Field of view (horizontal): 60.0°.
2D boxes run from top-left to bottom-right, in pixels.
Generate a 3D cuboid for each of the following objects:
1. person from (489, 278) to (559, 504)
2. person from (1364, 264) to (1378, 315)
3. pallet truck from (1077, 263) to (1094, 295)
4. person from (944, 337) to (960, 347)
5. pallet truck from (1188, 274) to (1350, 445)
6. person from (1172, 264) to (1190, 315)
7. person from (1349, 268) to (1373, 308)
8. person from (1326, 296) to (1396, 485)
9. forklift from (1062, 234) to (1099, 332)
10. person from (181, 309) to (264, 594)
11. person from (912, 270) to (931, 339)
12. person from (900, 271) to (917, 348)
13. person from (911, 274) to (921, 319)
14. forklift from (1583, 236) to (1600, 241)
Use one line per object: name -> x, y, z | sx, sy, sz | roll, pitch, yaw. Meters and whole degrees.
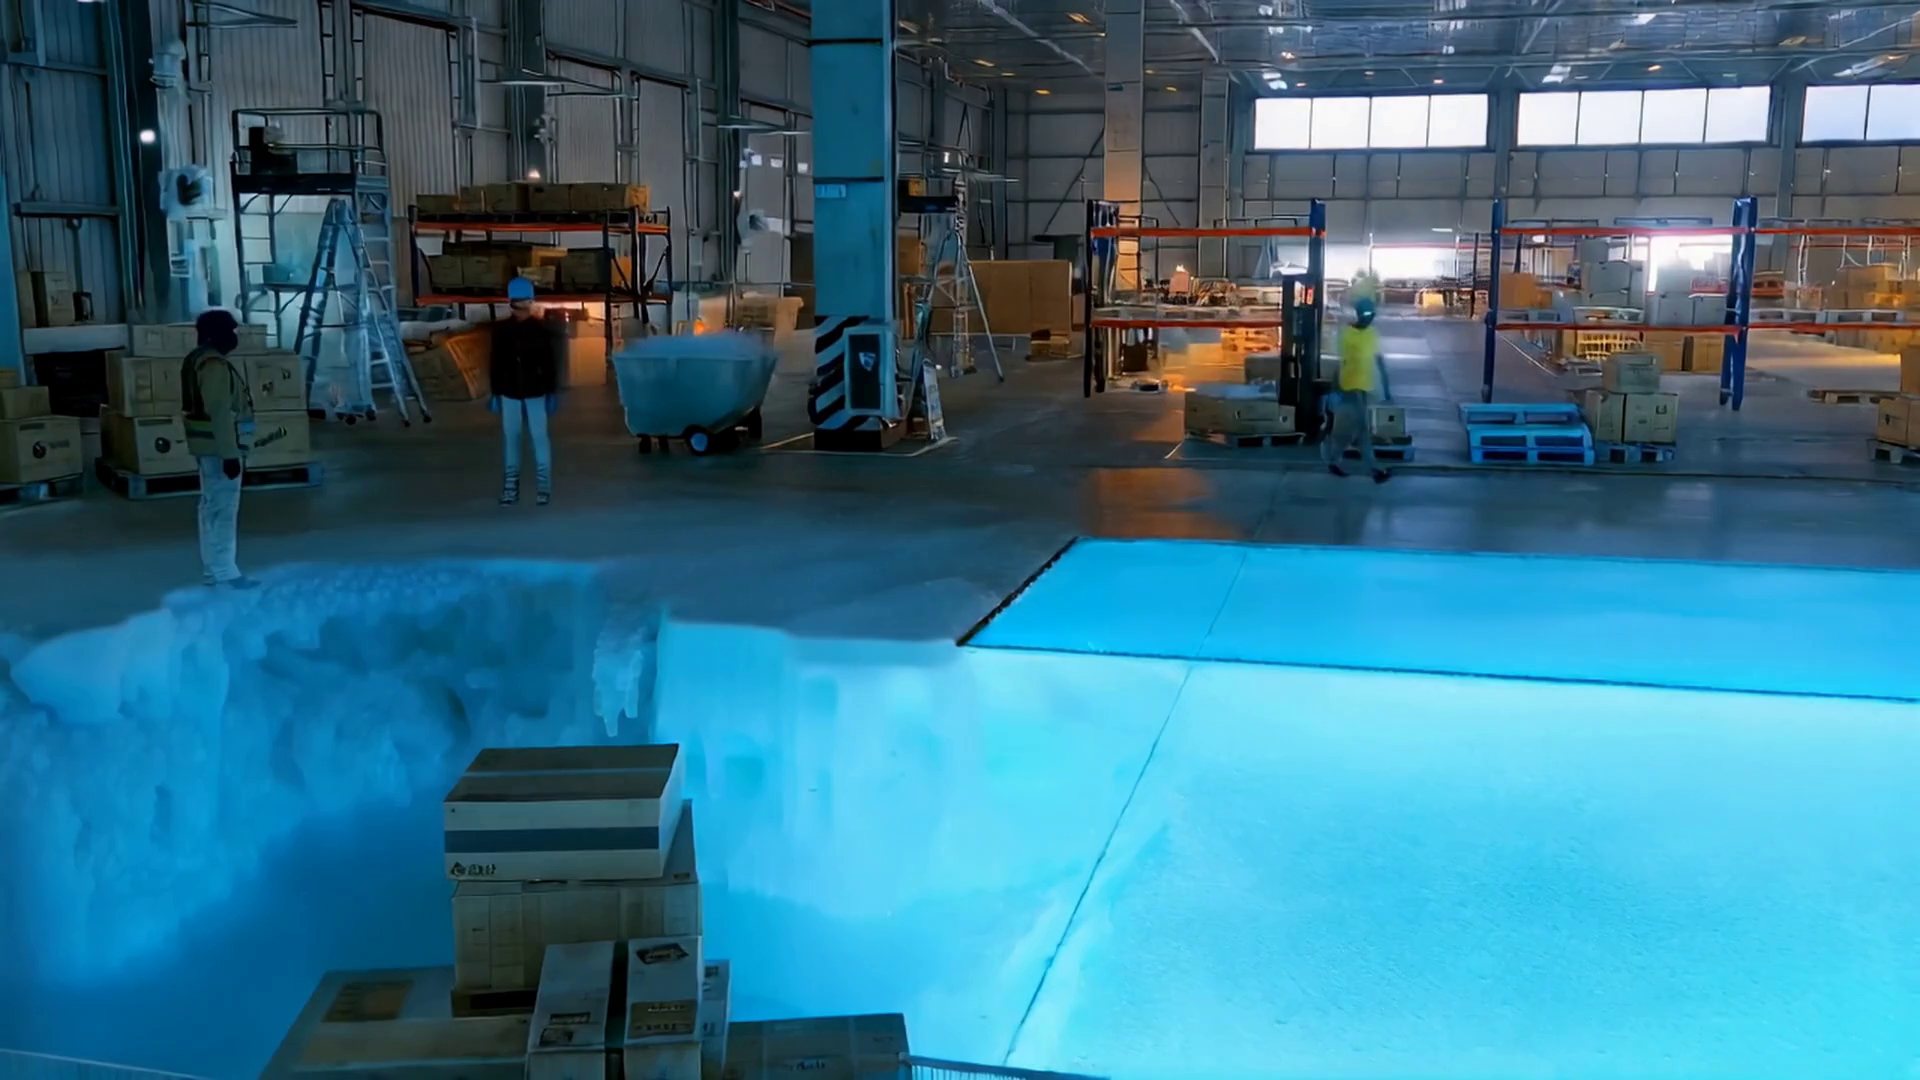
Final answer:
person -> -3.846, -1.304, 14.684 | 0.612, 1.995, 0.376 | 0, 10, -1
person -> 15.689, -9.566, 63.506 | 0.553, 1.933, 0.370 | 7, 12, 35
pallet truck -> 4.325, -8.180, 55.162 | 0.823, 1.965, 1.885 | 6, 11, 31
person -> -0.193, -5.552, 40.580 | 0.474, 1.688, 0.883 | 6, 12, 33
pallet truck -> 3.653, -2.138, 19.590 | 1.885, 1.965, 0.823 | -4, 10, -20
person -> 7.778, -8.738, 58.619 | 0.629, 1.940, 0.379 | 3, 10, 16
person -> 11.172, -6.627, 46.392 | 0.650, 1.889, 0.984 | -1, 10, -7
person -> 3.906, -1.459, 16.143 | 0.504, 1.808, 1.038 | -6, 11, -30
forklift -> 3.145, -7.329, 47.558 | 1.873, 2.768, 1.129 | 2, 10, 14
person -> -4.820, -0.578, 10.863 | 0.429, 1.841, 0.634 | -7, 12, -35
person -> -0.960, -5.709, 40.940 | 0.575, 1.886, 0.362 | 4, 10, 22
person -> -1.298, -5.560, 40.184 | 0.505, 1.847, 0.344 | 0, 10, -1
person -> -1.396, -8.001, 55.202 | 0.522, 1.627, 0.369 | 2, 10, 9
forklift -> 19.519, -8.030, 51.685 | 1.873, 2.768, 1.129 | 5, 11, 28
